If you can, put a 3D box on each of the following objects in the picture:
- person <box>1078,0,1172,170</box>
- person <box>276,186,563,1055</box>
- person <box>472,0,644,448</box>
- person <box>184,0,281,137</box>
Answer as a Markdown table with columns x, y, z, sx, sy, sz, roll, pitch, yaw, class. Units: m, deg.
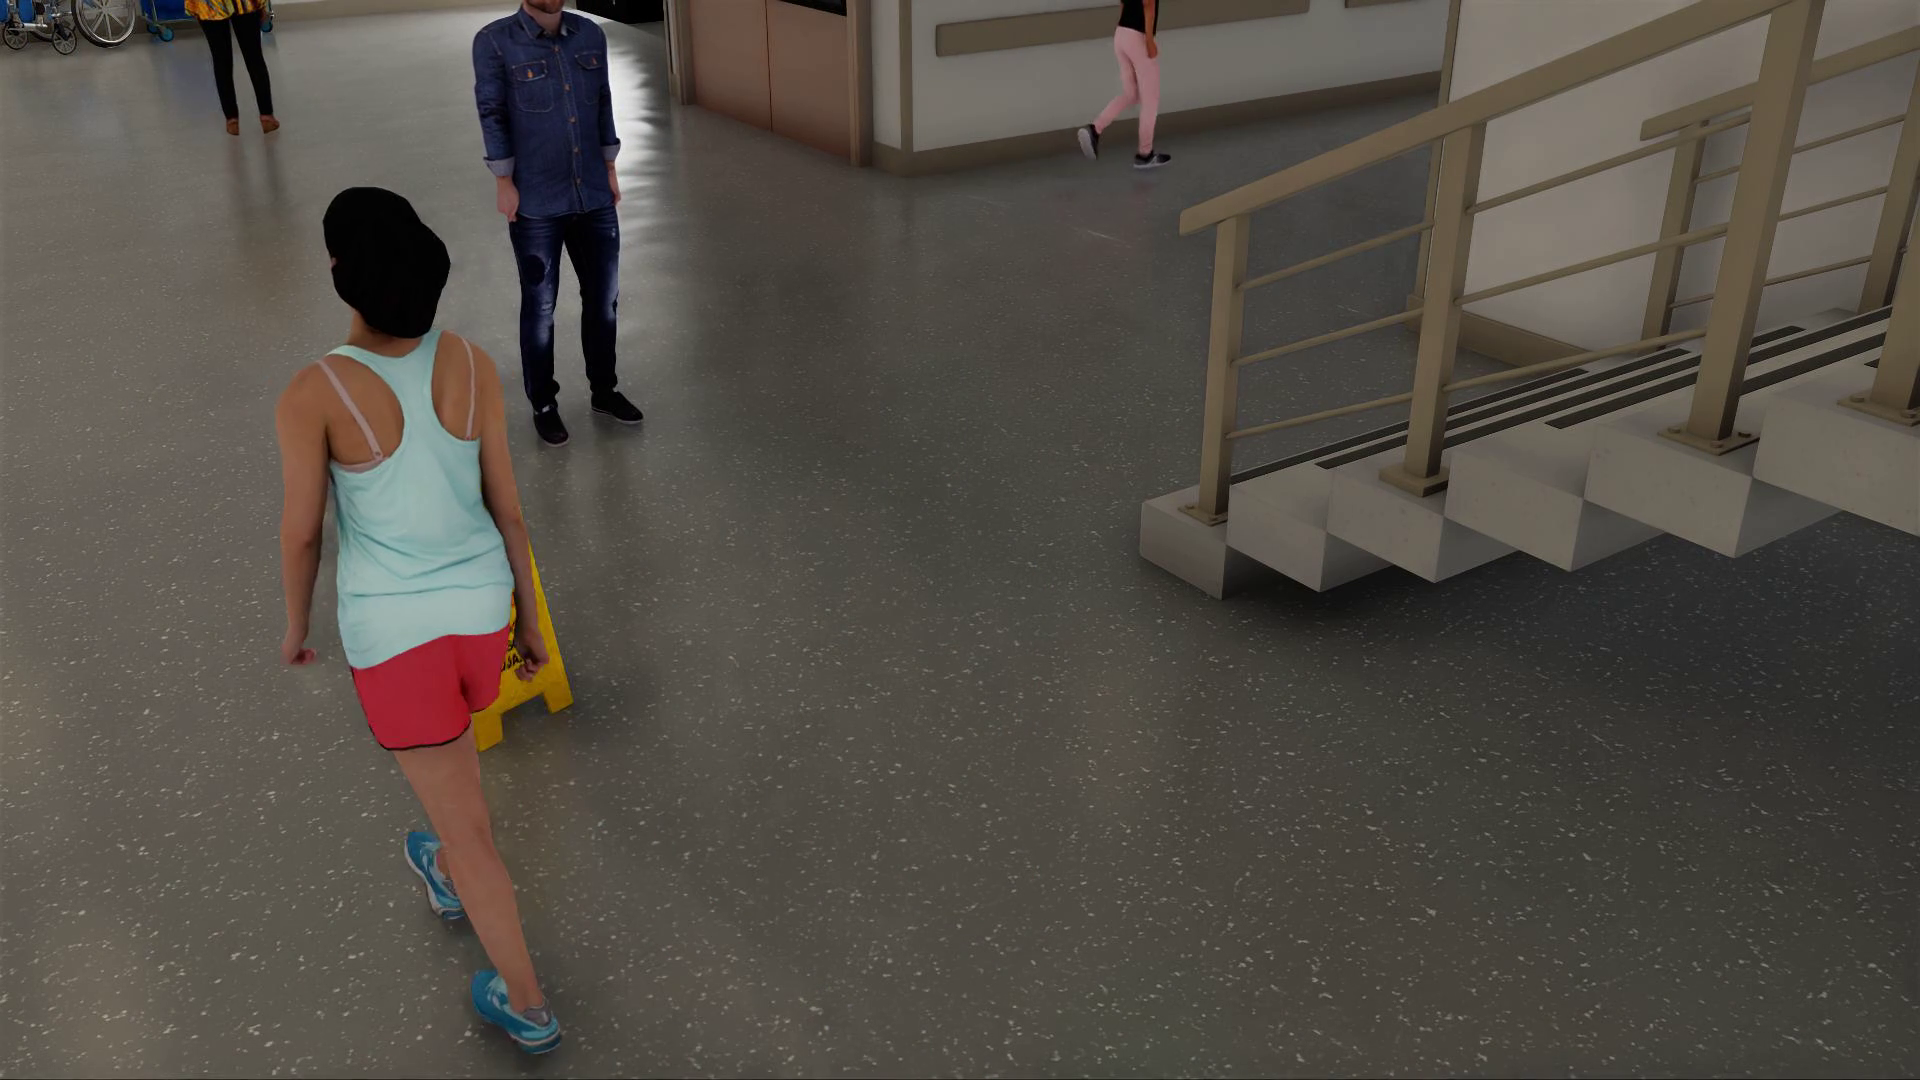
| x | y | z | sx | sy | sz | roll | pitch | yaw | class |
| --- | --- | --- | --- | --- | --- | --- | --- | --- | --- |
| 1.026 | -3.033 | 10.191 | 0.654 | 1.545 | 0.823 | -12 | 28 | -24 | person |
| -0.973 | 0.234 | 3.197 | 0.677 | 1.736 | 1.034 | -23 | 34 | -39 | person |
| -1.500 | -1.286 | 6.245 | 0.734 | 1.826 | 0.617 | -21 | 33 | -37 | person |
| -4.932 | -3.581 | 11.202 | 0.800 | 1.655 | 0.839 | -9 | 27 | -17 | person |
